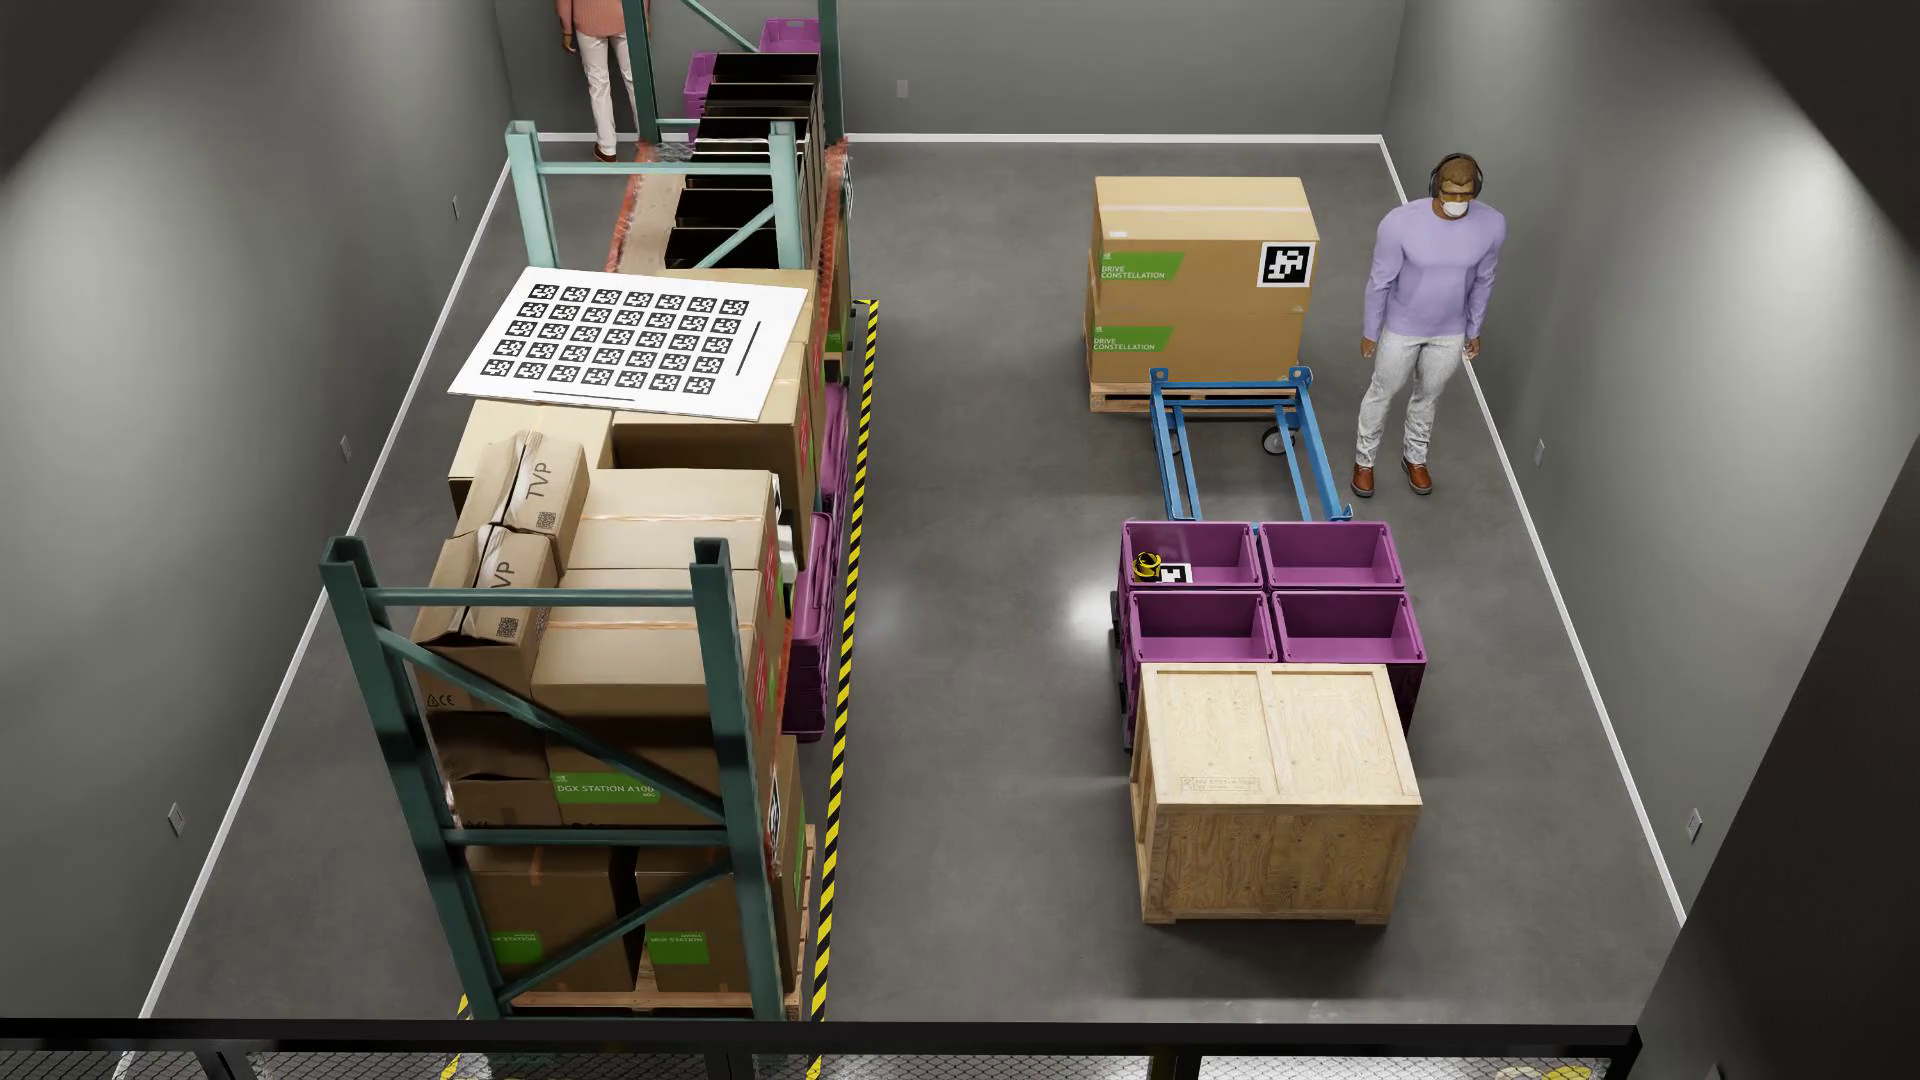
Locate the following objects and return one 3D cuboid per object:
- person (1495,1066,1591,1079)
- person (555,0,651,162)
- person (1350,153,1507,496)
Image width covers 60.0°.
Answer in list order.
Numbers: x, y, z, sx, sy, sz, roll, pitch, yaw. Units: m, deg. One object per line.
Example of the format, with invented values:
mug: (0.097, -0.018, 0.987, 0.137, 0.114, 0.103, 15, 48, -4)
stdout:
person: (1.604, 2.072, 4.829, 0.404, 1.832, 0.595, 5, 41, 6)
person: (-2.351, -3.440, 10.994, 0.623, 1.992, 0.396, -16, 44, -18)
person: (2.316, -1.059, 8.320, 0.635, 1.939, 0.362, -2, 41, -2)
